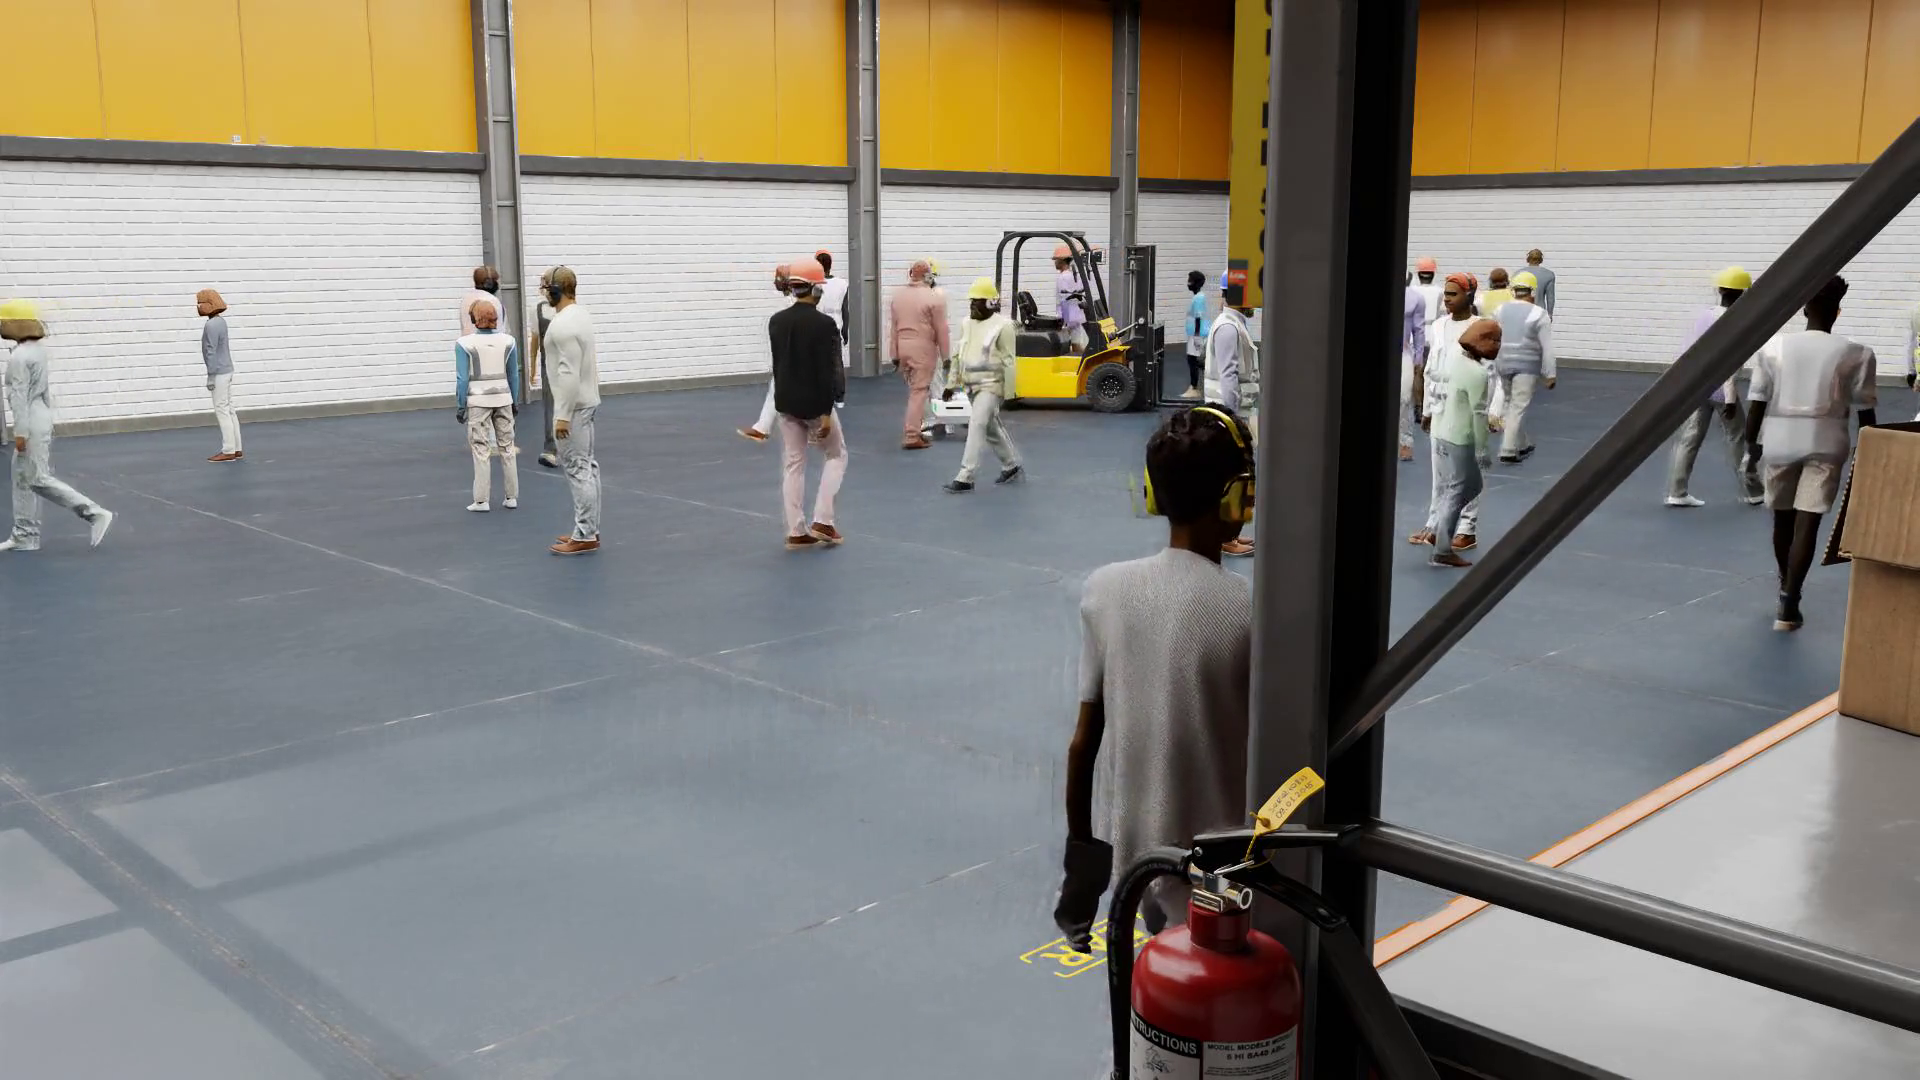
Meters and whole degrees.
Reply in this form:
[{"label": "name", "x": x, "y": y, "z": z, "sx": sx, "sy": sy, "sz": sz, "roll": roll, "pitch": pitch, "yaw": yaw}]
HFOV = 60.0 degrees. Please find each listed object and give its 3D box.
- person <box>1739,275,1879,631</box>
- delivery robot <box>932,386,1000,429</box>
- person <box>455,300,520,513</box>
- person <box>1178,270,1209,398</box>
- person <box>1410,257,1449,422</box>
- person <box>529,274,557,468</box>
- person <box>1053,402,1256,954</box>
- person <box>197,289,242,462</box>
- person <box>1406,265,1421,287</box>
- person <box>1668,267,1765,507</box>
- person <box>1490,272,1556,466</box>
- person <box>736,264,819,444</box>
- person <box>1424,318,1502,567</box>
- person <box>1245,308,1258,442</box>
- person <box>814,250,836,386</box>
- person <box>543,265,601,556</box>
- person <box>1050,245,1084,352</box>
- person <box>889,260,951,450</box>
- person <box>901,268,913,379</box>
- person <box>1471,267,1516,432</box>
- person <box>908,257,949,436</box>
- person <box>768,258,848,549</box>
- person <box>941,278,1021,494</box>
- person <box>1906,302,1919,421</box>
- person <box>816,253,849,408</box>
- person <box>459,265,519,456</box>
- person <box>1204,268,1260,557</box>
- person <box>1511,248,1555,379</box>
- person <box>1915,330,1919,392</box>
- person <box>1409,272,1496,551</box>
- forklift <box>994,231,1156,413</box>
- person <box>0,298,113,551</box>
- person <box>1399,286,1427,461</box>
[{"label": "person", "x": 4.721, "y": -0.504, "z": 9.204, "sx": 0.637, "sy": 1.915, "sz": 0.974, "roll": 8, "pitch": 13, "yaw": 38}, {"label": "delivery robot", "x": 0.055, "y": -1.370, "z": 17.413, "sx": 0.707, "sy": 0.478, "sz": 0.477, "roll": -1, "pitch": 10, "yaw": -3}, {"label": "person", "x": -3.642, "y": -1.030, "z": 12.854, "sx": 0.523, "sy": 1.640, "sz": 0.306, "roll": -9, "pitch": 14, "yaw": -41}, {"label": "person", "x": 3.172, "y": -2.687, "z": 21.783, "sx": 0.536, "sy": 1.685, "sz": 0.540, "roll": 1, "pitch": 10, "yaw": 3}, {"label": "person", "x": 5.337, "y": -2.314, "z": 19.186, "sx": 0.557, "sy": 1.889, "sz": 1.018, "roll": 2, "pitch": 11, "yaw": 9}, {"label": "person", "x": -3.692, "y": -1.564, "z": 15.347, "sx": 0.629, "sy": 1.780, "sz": 0.982, "roll": 0, "pitch": 10, "yaw": -1}, {"label": "person", "x": 0.462, "y": 0.644, "z": 3.263, "sx": 0.997, "sy": 1.816, "sz": 0.534, "roll": -9, "pitch": 13, "yaw": -39}, {"label": "person", "x": -7.027, "y": -1.554, "z": 15.757, "sx": 0.279, "sy": 1.624, "sz": 0.494, "roll": -2, "pitch": 11, "yaw": -13}, {"label": "person", "x": 5.685, "y": -2.874, "z": 21.817, "sx": 0.676, "sy": 2.000, "sz": 0.876, "roll": 4, "pitch": 11, "yaw": 23}, {"label": "person", "x": 6.024, "y": -1.180, "z": 13.004, "sx": 0.954, "sy": 1.876, "sz": 0.612, "roll": -2, "pitch": 11, "yaw": -9}, {"label": "person", "x": 5.302, "y": -1.600, "z": 15.553, "sx": 0.895, "sy": 1.781, "sz": 0.629, "roll": -9, "pitch": 14, "yaw": -39}, {"label": "person", "x": -1.768, "y": -1.881, "z": 16.963, "sx": 0.983, "sy": 1.830, "sz": 0.592, "roll": -3, "pitch": 11, "yaw": -15}, {"label": "person", "x": 3.229, "y": -0.612, "z": 10.634, "sx": 0.374, "sy": 1.608, "sz": 0.527, "roll": 0, "pitch": 10, "yaw": 1}, {"label": "person", "x": 2.766, "y": -1.596, "z": 16.059, "sx": 0.845, "sy": 1.586, "sz": 0.535, "roll": 2, "pitch": 11, "yaw": 10}, {"label": "person", "x": -1.844, "y": -2.976, "z": 22.657, "sx": 0.357, "sy": 1.934, "sz": 0.551, "roll": -6, "pitch": 12, "yaw": -31}, {"label": "person", "x": -2.600, "y": -0.862, "z": 11.132, "sx": 0.371, "sy": 1.936, "sz": 0.629, "roll": 0, "pitch": 10, "yaw": -2}, {"label": "person", "x": 1.352, "y": -2.998, "z": 22.632, "sx": 1.048, "sy": 1.983, "sz": 0.615, "roll": 5, "pitch": 12, "yaw": 25}, {"label": "person", "x": -0.354, "y": -1.857, "z": 16.698, "sx": 0.667, "sy": 1.882, "sz": 0.640, "roll": -10, "pitch": 14, "yaw": -44}, {"label": "person", "x": -0.650, "y": -3.213, "z": 24.625, "sx": 0.531, "sy": 1.690, "sz": 0.319, "roll": 4, "pitch": 11, "yaw": 19}, {"label": "person", "x": 5.912, "y": -2.093, "z": 18.261, "sx": 0.628, "sy": 1.792, "sz": 0.973, "roll": 8, "pitch": 13, "yaw": 36}, {"label": "person", "x": -0.353, "y": -2.040, "z": 17.642, "sx": 0.561, "sy": 1.899, "sz": 0.596, "roll": -2, "pitch": 11, "yaw": -13}, {"label": "person", "x": -1.029, "y": -0.923, "z": 11.344, "sx": 0.617, "sy": 1.974, "sz": 0.516, "roll": 6, "pitch": 12, "yaw": 30}, {"label": "person", "x": 0.221, "y": -1.302, "z": 13.960, "sx": 0.940, "sy": 1.793, "sz": 0.602, "roll": -8, "pitch": 13, "yaw": -37}, {"label": "person", "x": 8.786, "y": -1.488, "z": 14.854, "sx": 0.438, "sy": 1.823, "sz": 0.639, "roll": -5, "pitch": 11, "yaw": -24}, {"label": "person", "x": -1.647, "y": -2.579, "z": 20.550, "sx": 0.596, "sy": 1.915, "sz": 0.370, "roll": -5, "pitch": 11, "yaw": -24}, {"label": "person", "x": -4.581, "y": -1.742, "z": 16.192, "sx": 0.633, "sy": 1.840, "sz": 0.429, "roll": 9, "pitch": 14, "yaw": 41}, {"label": "person", "x": 1.826, "y": -0.871, "z": 11.148, "sx": 0.390, "sy": 1.948, "sz": 0.605, "roll": 2, "pitch": 11, "yaw": 10}, {"label": "person", "x": 8.516, "y": -3.367, "z": 24.783, "sx": 0.635, "sy": 1.937, "sz": 0.353, "roll": 3, "pitch": 11, "yaw": 18}, {"label": "person", "x": 8.682, "y": -1.474, "z": 14.543, "sx": 0.593, "sy": 1.905, "sz": 0.578, "roll": 3, "pitch": 11, "yaw": 14}, {"label": "person", "x": 3.367, "y": -0.870, "z": 11.318, "sx": 0.355, "sy": 1.883, "sz": 0.575, "roll": -6, "pitch": 12, "yaw": -31}, {"label": "forklift", "x": 1.222, "y": -2.721, "z": 20.561, "sx": 2.313, "sy": 2.155, "sz": 1.214, "roll": 2, "pitch": 11, "yaw": 13}, {"label": "person", "x": -6.193, "y": -0.769, "z": 11.215, "sx": 0.732, "sy": 1.716, "sz": 0.493, "roll": -3, "pitch": 11, "yaw": -16}, {"label": "person", "x": 4.082, "y": -1.706, "z": 15.778, "sx": 0.641, "sy": 1.915, "sz": 0.510, "roll": 2, "pitch": 11, "yaw": 13}]
